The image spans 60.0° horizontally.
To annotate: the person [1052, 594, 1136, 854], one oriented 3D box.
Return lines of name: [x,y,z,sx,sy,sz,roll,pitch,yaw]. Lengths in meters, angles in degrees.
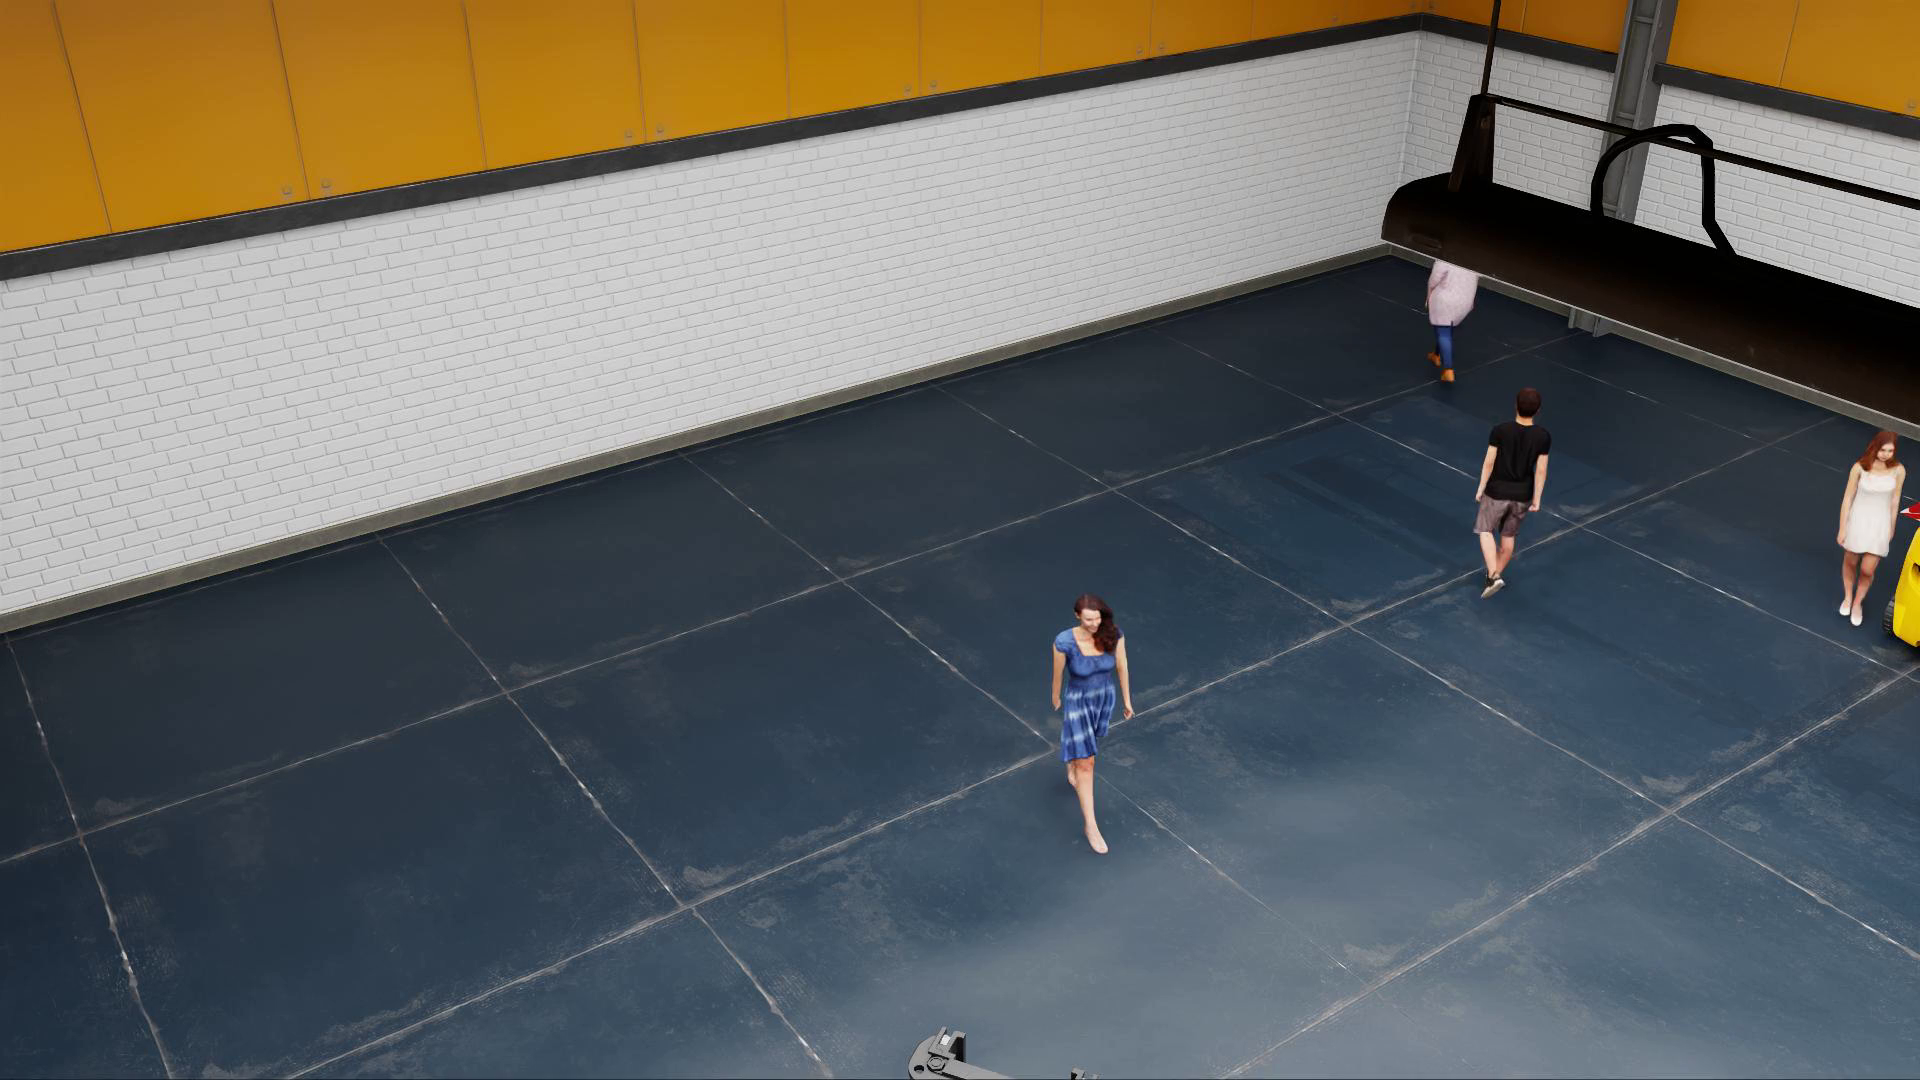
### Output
person: [0.821,1.101,11.006,0.820,1.749,1.230,-10,30,-18]

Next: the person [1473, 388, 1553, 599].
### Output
person: [4.470,-0.345,13.551,0.988,1.850,1.068,3,29,6]

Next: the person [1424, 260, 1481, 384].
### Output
person: [5.229,-2.493,17.639,0.983,1.707,1.199,-4,29,-8]

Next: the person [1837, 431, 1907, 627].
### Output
person: [7.293,-0.161,13.392,0.706,1.679,0.768,13,31,22]
